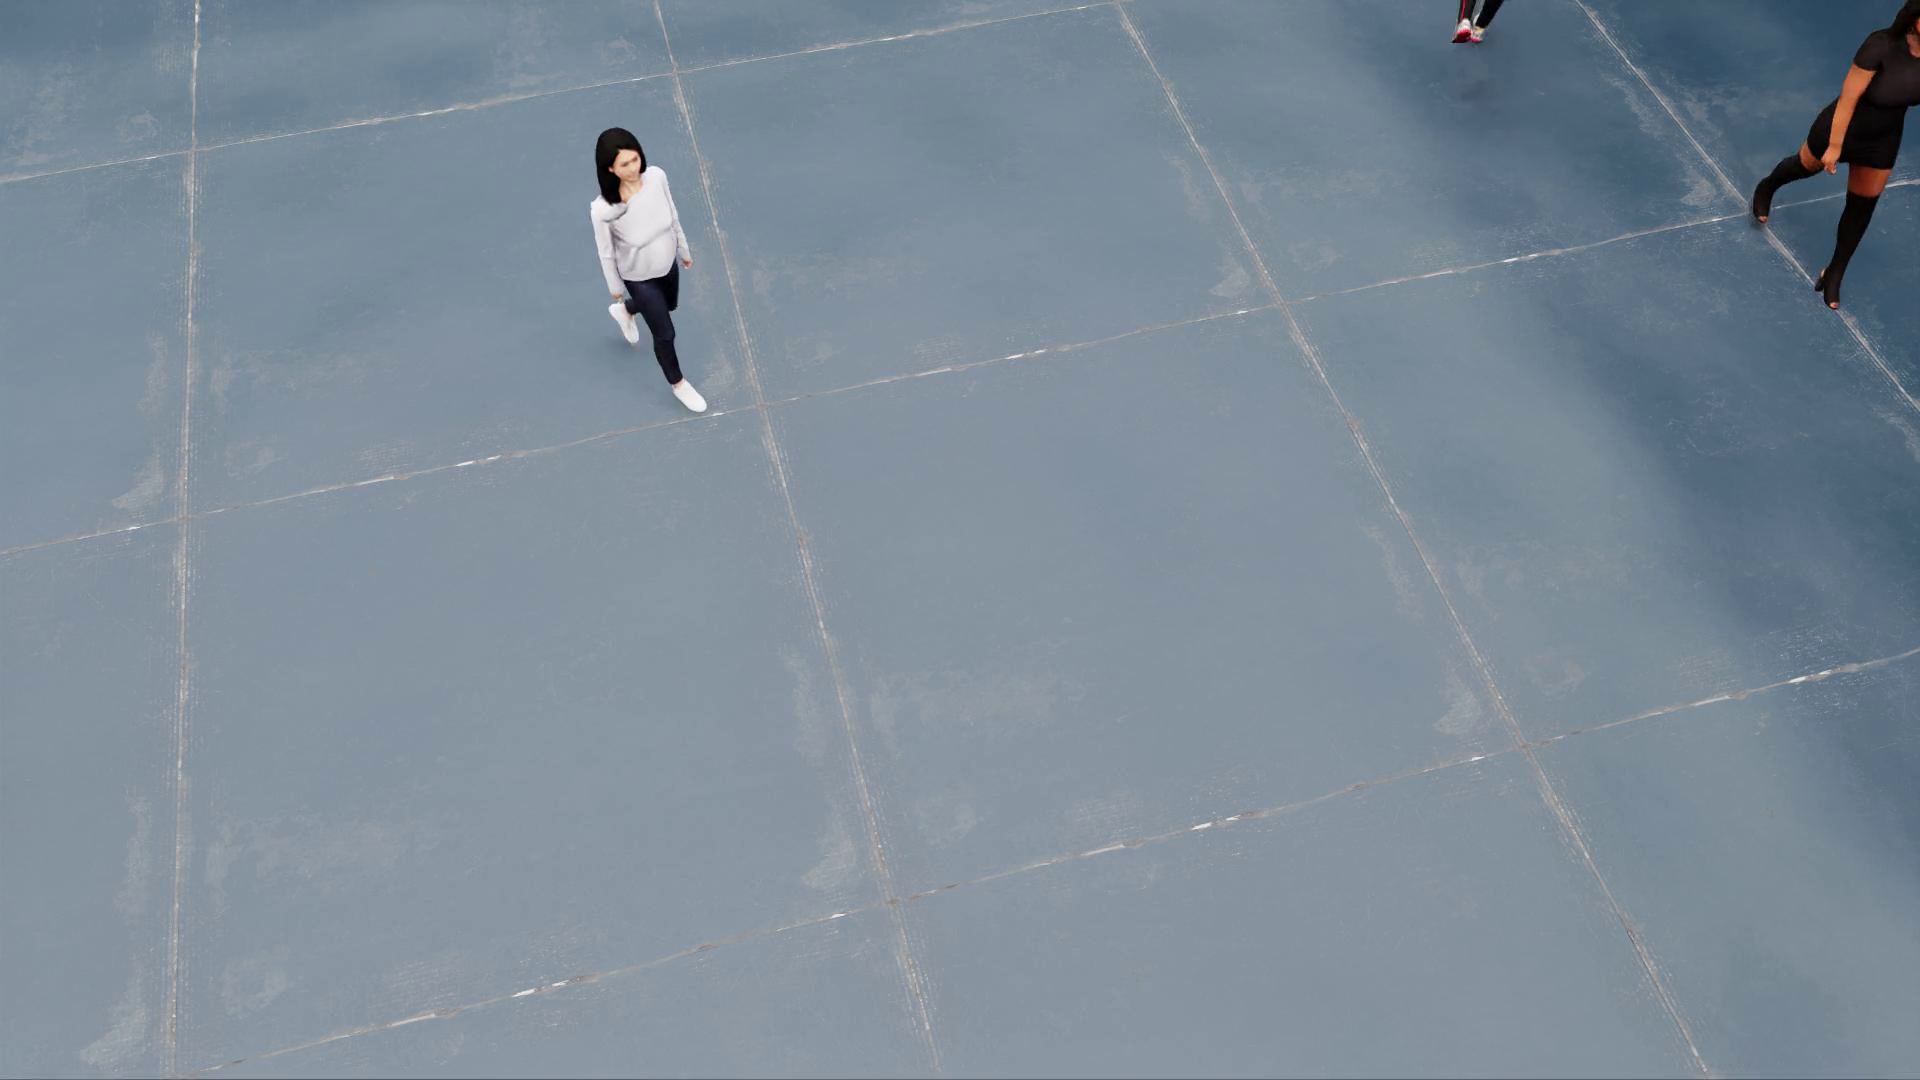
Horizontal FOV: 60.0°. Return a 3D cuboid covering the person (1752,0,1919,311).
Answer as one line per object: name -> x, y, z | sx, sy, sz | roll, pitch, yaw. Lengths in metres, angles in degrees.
person -> 4.787, -2.236, 8.987 | 0.812, 1.807, 1.247 | -3, 52, -3

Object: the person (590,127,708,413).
person -> -1.634, -1.431, 8.446 | 1.115, 1.678, 0.972 | 34, 59, 23
